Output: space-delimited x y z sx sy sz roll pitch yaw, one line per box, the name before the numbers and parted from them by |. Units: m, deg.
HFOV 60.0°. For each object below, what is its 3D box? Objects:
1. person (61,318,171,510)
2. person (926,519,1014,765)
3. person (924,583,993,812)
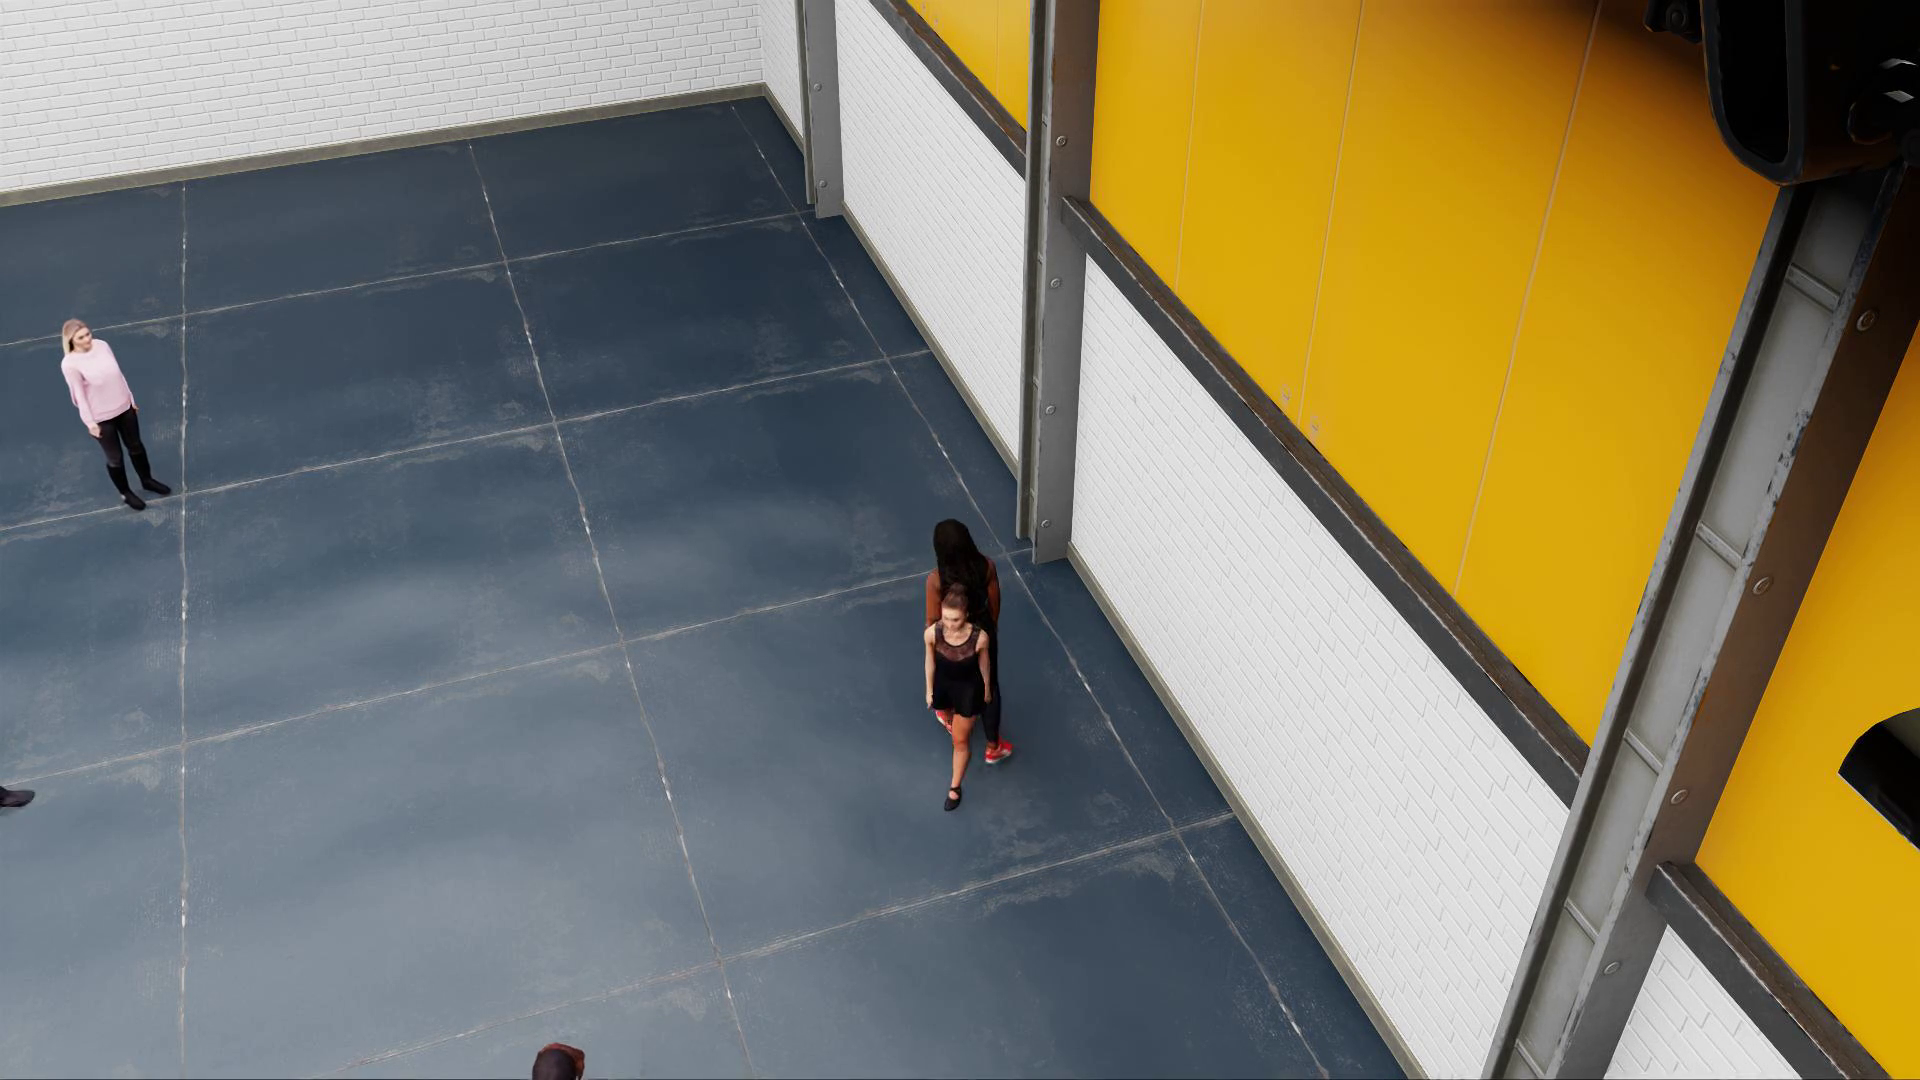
person | -6.641 -1.006 12.952 0.742 1.684 0.682 16 41 19
person | 0.054 0.673 10.770 0.708 1.784 0.919 -8 39 -10
person | 0.016 0.894 10.603 0.956 1.646 1.120 10 40 12
